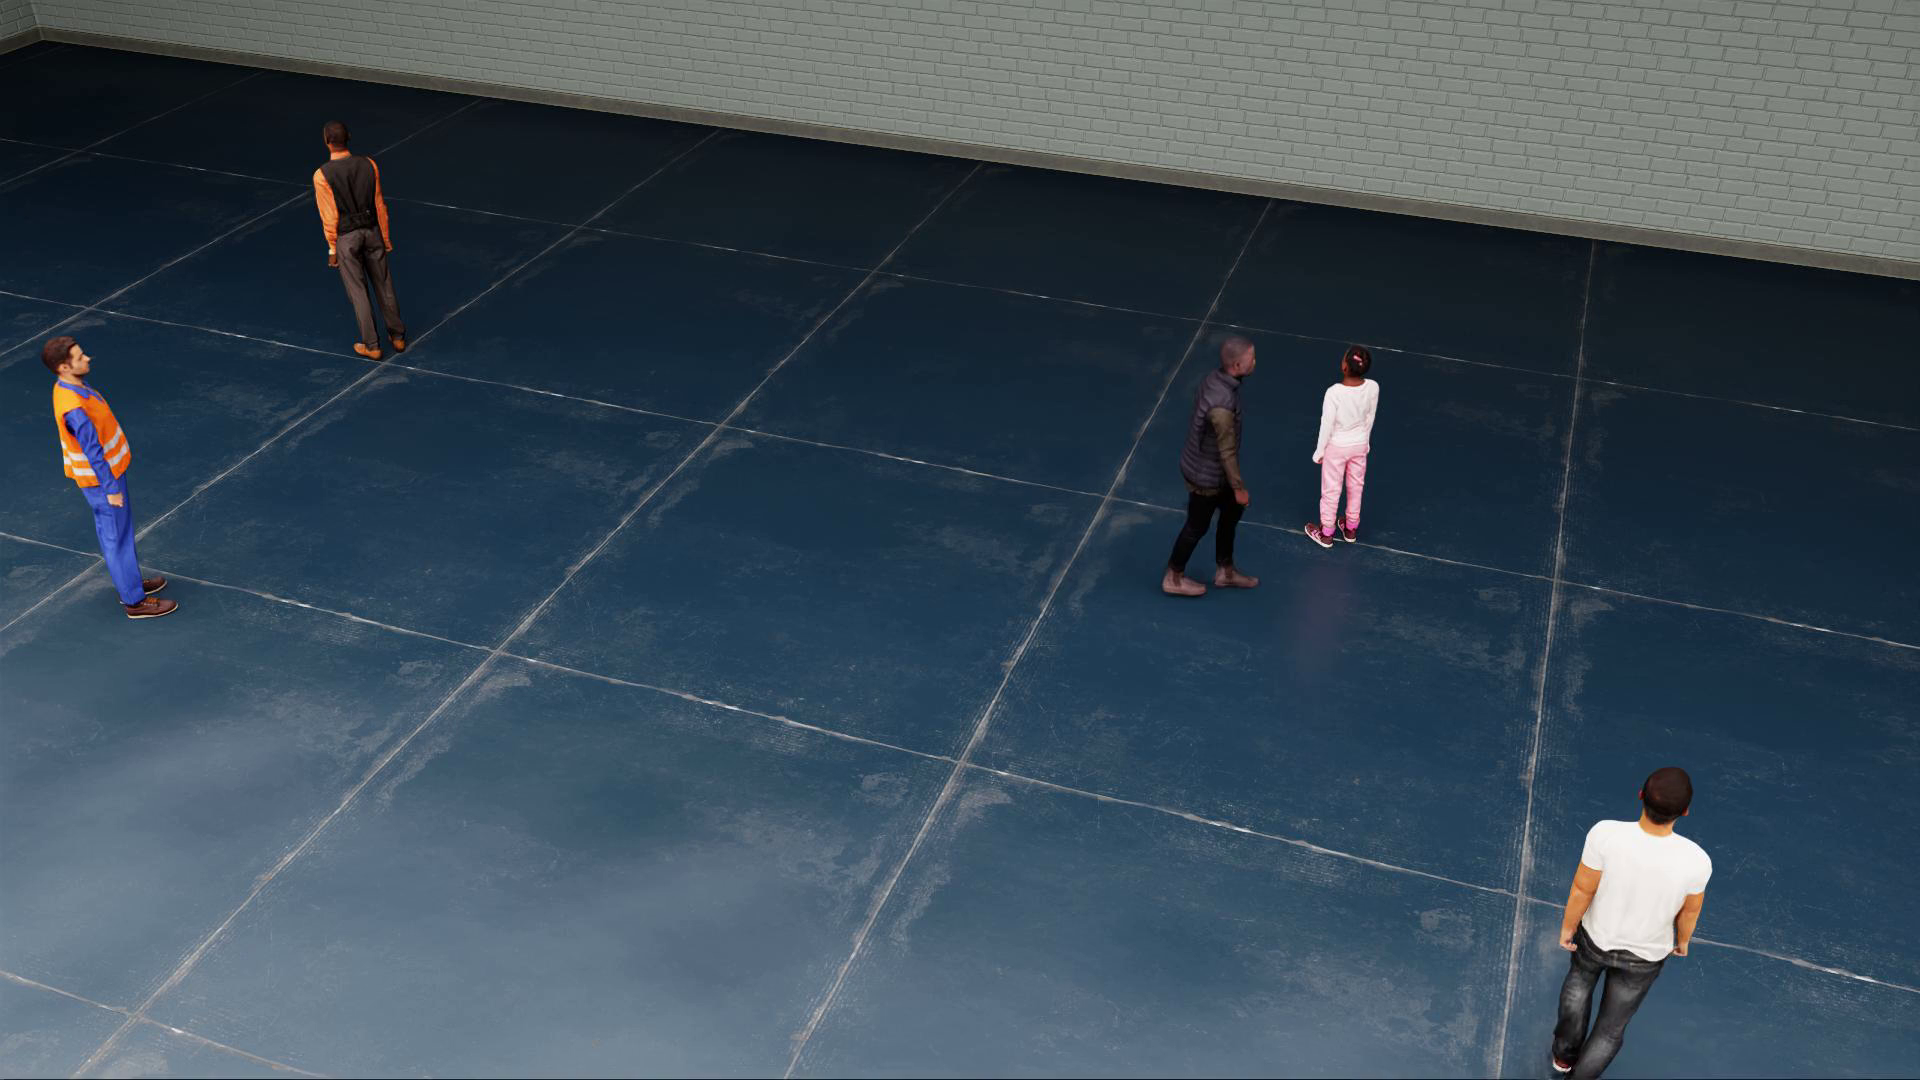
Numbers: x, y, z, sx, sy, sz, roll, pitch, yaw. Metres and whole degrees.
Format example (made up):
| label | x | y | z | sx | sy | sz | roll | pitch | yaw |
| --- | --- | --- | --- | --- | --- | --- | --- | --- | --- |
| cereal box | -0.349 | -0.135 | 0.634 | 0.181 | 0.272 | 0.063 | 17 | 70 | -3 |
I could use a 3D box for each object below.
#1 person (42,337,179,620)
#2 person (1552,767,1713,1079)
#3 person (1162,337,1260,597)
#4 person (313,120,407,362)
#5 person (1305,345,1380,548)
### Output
| label | x | y | z | sx | sy | sz | roll | pitch | yaw |
| --- | --- | --- | --- | --- | --- | --- | --- | --- | --- |
| person | -5.164 | -0.379 | 10.005 | 0.818 | 1.864 | 0.784 | -19 | 38 | -26 |
| person | 2.718 | 1.704 | 6.872 | 0.695 | 1.790 | 0.699 | 17 | 37 | 24 |
| person | 1.432 | -0.407 | 10.097 | 0.841 | 1.811 | 0.824 | 6 | 34 | 9 |
| person | -4.687 | -2.335 | 12.974 | 0.716 | 1.908 | 0.851 | -27 | 42 | -35 |
| person | 2.501 | -0.619 | 10.763 | 0.627 | 1.441 | 0.659 | -8 | 34 | -12 |
